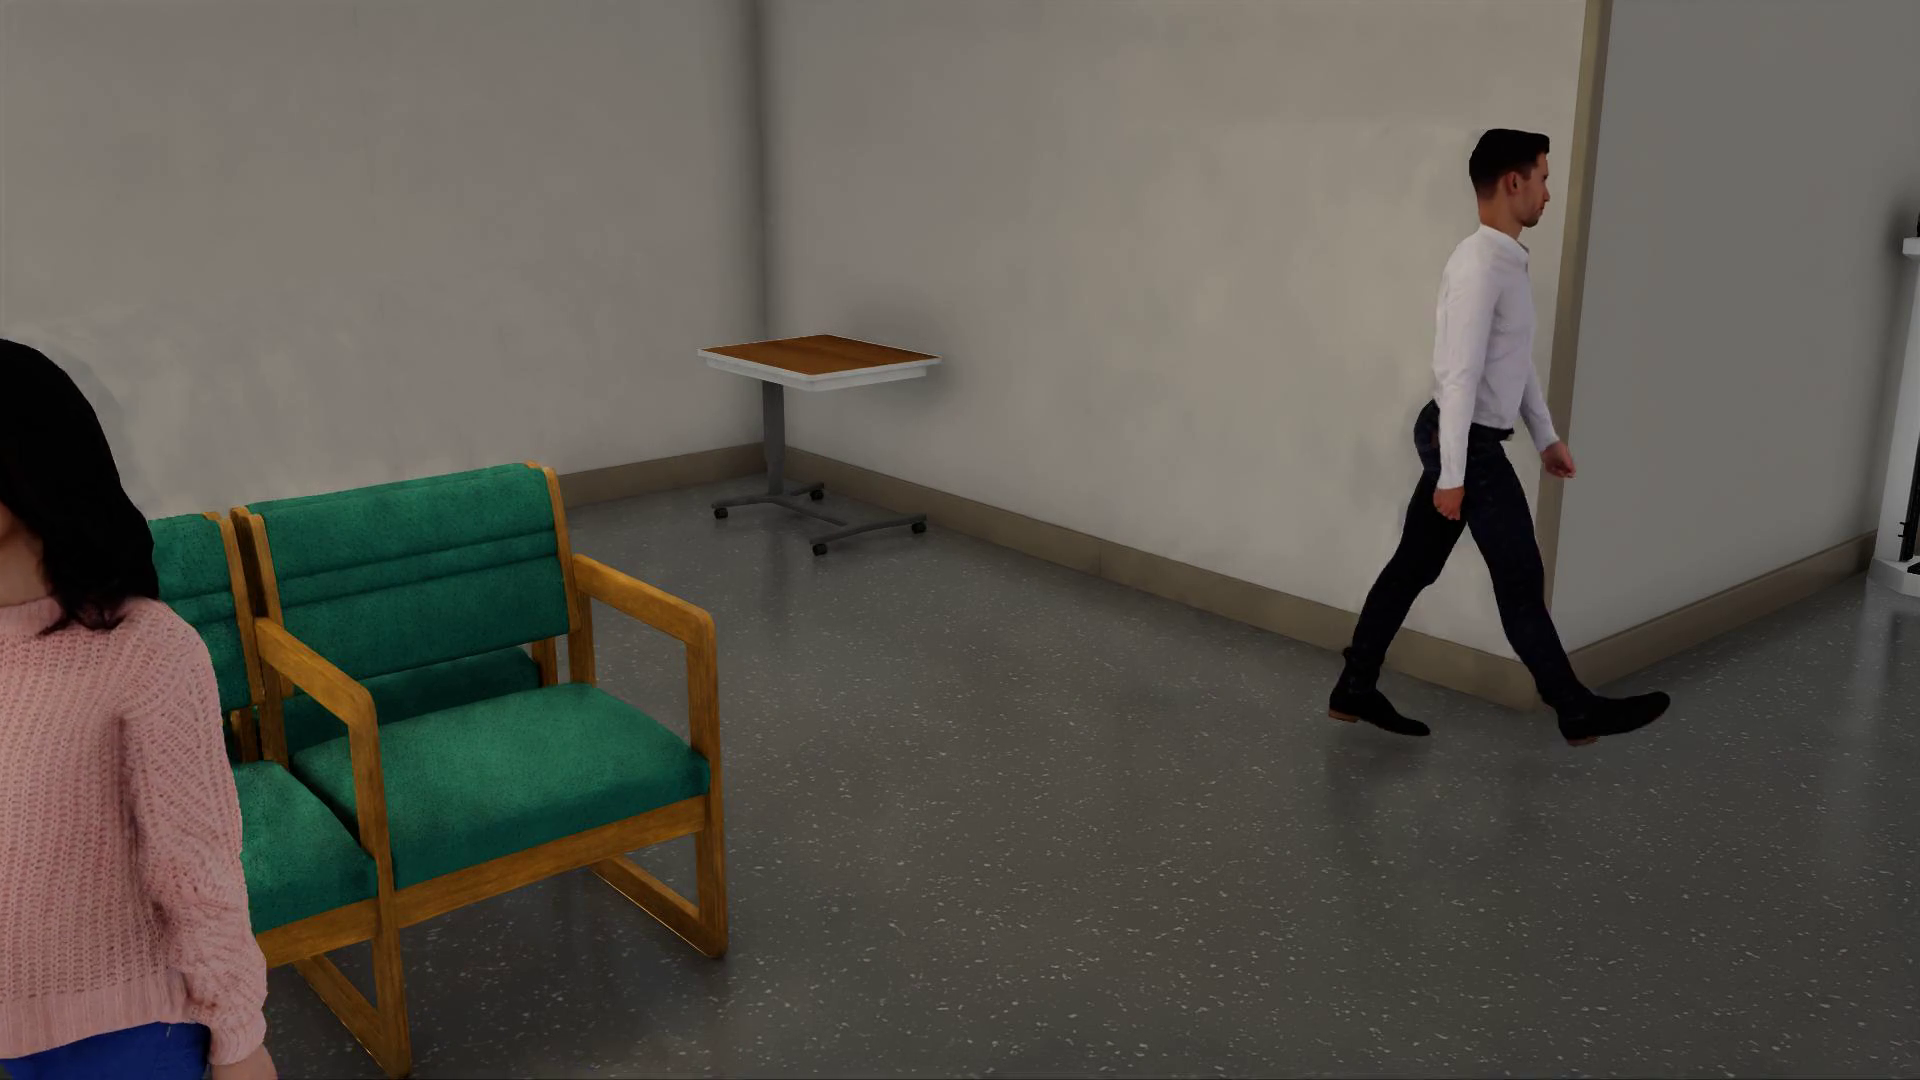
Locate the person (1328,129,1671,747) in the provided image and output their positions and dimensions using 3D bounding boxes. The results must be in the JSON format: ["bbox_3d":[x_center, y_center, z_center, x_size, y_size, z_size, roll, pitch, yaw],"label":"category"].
[{"bbox_3d":[1.417,-0.265,4.984,1.272,1.830,1.050,6,17,20],"label":"person"}]

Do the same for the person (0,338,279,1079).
[{"bbox_3d":[-1.034,0.610,2.156,1.221,1.719,0.986,8,18,27],"label":"person"}]
